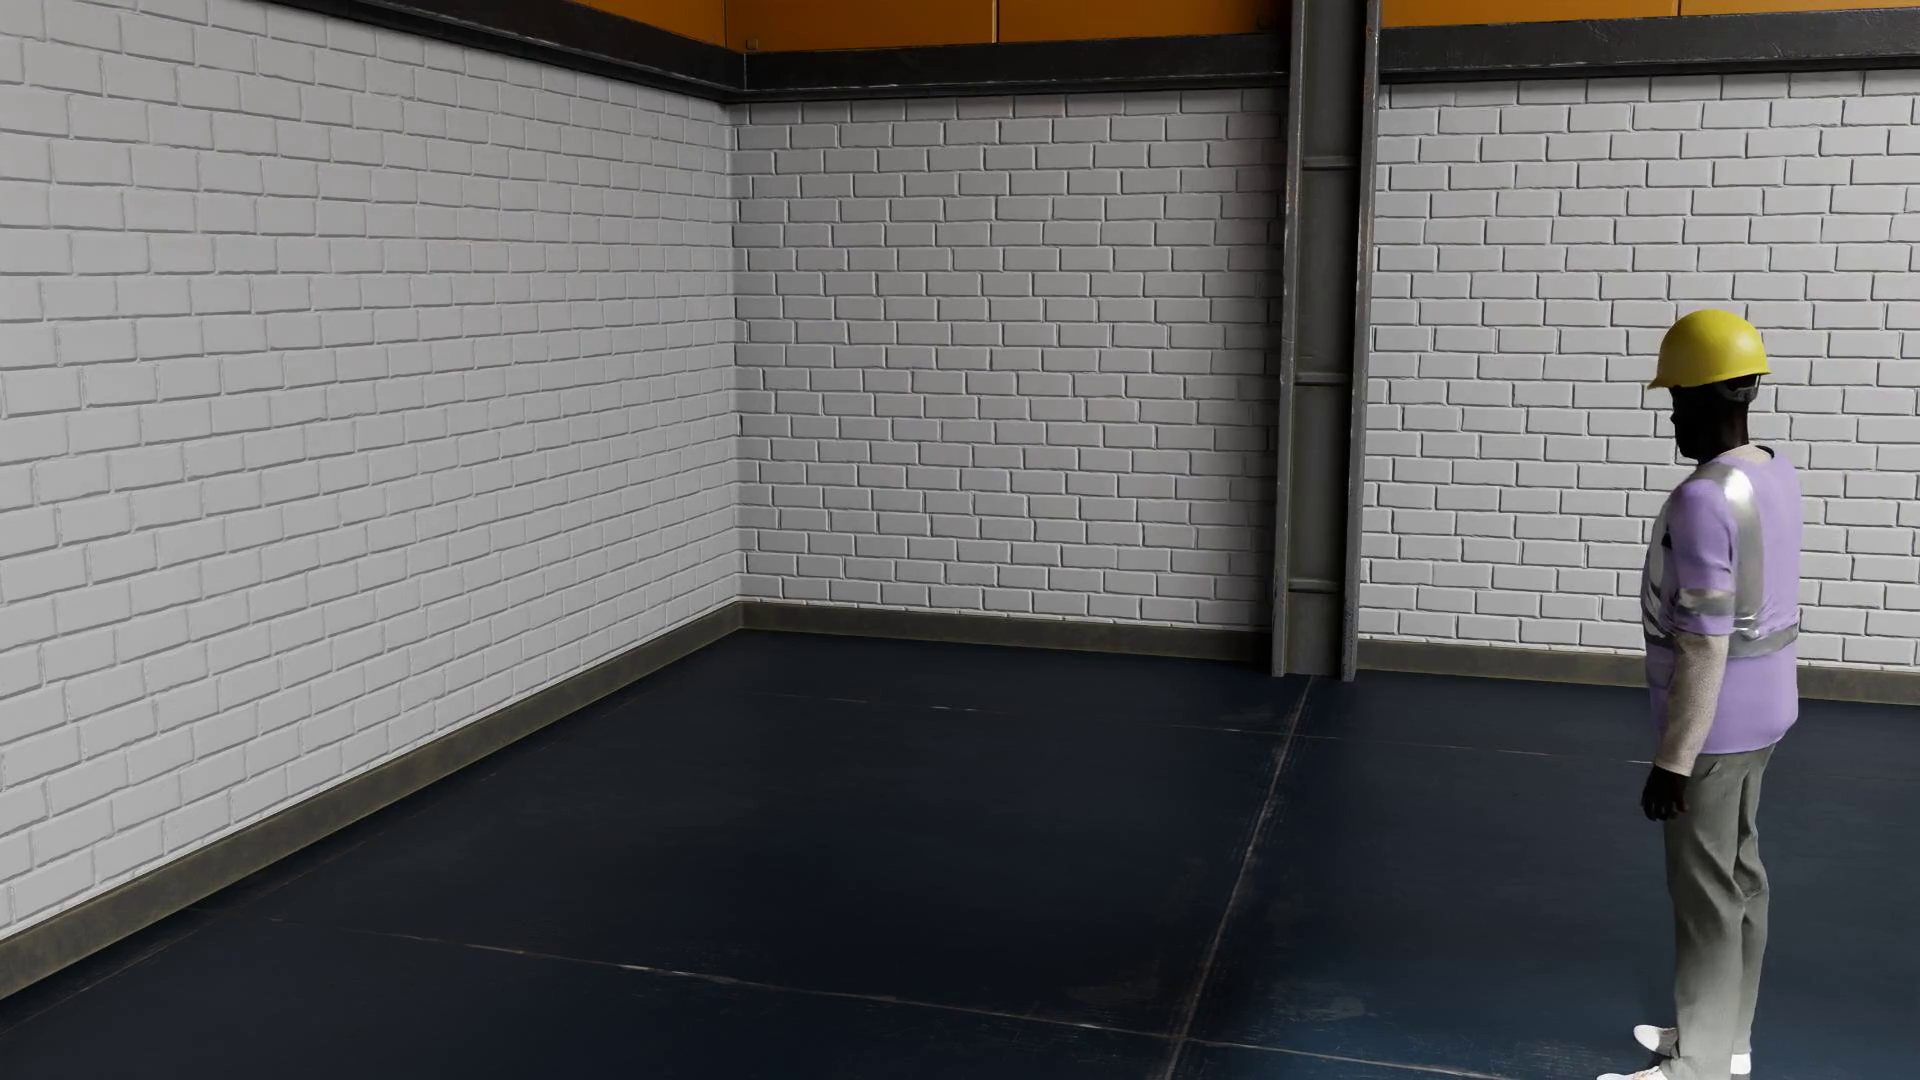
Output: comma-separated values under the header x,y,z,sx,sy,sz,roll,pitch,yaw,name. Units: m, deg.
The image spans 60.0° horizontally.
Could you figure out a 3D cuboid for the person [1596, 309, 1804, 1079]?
x,y,z,sx,sy,sz,roll,pitch,yaw,name
1.772,0.421,3.969,0.383,1.923,0.588,8,12,40,person
